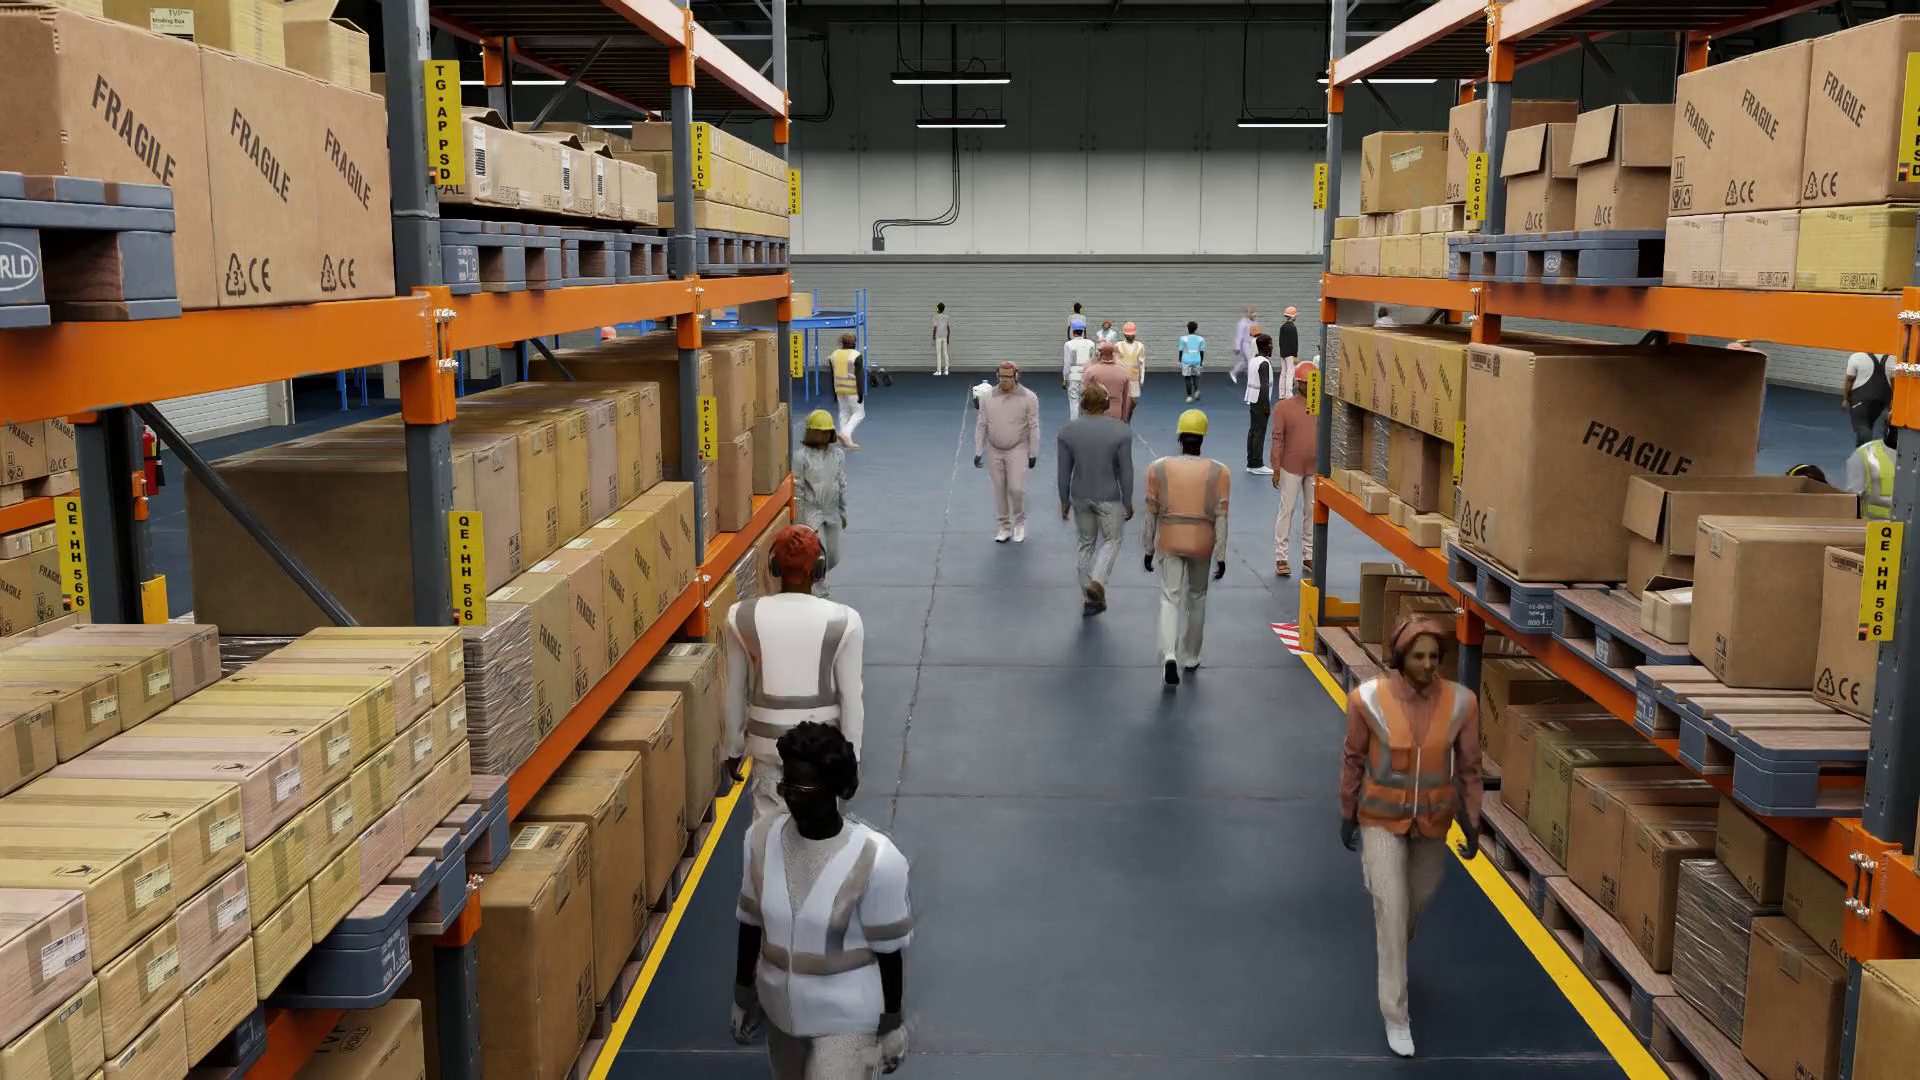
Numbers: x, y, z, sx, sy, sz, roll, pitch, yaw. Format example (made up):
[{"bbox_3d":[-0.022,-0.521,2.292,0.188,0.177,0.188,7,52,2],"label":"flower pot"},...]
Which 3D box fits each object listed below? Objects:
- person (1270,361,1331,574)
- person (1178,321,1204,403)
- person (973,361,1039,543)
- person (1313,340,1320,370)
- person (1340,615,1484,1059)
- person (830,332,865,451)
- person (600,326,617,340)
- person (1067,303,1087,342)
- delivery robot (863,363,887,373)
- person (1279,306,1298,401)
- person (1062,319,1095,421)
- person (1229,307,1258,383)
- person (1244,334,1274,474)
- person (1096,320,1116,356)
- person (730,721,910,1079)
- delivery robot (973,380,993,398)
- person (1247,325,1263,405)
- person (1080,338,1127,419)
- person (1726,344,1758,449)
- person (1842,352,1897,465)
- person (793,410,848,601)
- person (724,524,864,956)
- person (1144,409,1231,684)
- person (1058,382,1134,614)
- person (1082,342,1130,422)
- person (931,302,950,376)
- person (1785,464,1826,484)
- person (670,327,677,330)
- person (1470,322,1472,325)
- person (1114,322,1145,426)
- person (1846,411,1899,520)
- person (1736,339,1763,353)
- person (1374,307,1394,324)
[{"bbox_3d":[3.200,-0.673,15.515,0.622,1.992,0.394,-2,10,-12],"label":"person"},{"bbox_3d":[4.786,-3.693,34.546,0.538,1.682,0.442,-2,10,-14],"label":"person"},{"bbox_3d":[0.469,-0.907,17.249,0.642,1.885,0.531,4,10,21],"label":"person"},{"bbox_3d":[6.049,-2.523,27.658,0.512,1.639,0.311,-6,11,-32],"label":"person"},{"bbox_3d":[1.709,1.050,6.385,0.519,1.604,0.818,0,9,-1],"label":"person"},{"bbox_3d":[-1.734,-2.284,25.661,0.647,1.828,0.492,7,12,35],"label":"person"},{"bbox_3d":[-5.670,-2.479,26.627,0.556,1.909,0.900,-9,13,-42],"label":"person"},{"bbox_3d":[3.019,-5.174,42.866,0.533,1.864,0.310,3,10,20],"label":"person"},{"bbox_3d":[-2.020,-4.079,39.292,0.698,0.223,0.335,9,13,44],"label":"delivery robot"},{"bbox_3d":[6.787,-3.804,34.256,0.372,1.997,0.622,-3,10,-17],"label":"person"},{"bbox_3d":[1.990,-2.723,27.930,0.602,1.949,0.390,-5,11,-27],"label":"person"},{"bbox_3d":[6.808,-4.627,39.599,0.899,1.867,0.636,7,12,37],"label":"person"},{"bbox_3d":[4.146,-1.885,22.997,0.392,1.920,0.587,-1,10,-7],"label":"person"},{"bbox_3d":[3.333,-4.237,38.052,0.543,1.591,0.878,4,10,21],"label":"person"},{"bbox_3d":[-0.376,1.301,4.688,0.549,1.675,0.742,6,11,30],"label":"person"},{"bbox_3d":[0.507,-2.963,33.384,0.477,0.478,0.707,-2,10,-14],"label":"delivery robot"},{"bbox_3d":[6.063,-3.599,34.123,0.267,1.631,0.507,5,11,25],"label":"person"},{"bbox_3d":[1.987,-1.880,23.197,0.641,1.844,1.043,5,11,27],"label":"person"},{"bbox_3d":[8.581,-1.200,18.680,1.046,1.988,0.616,-2,10,-10],"label":"person"},{"bbox_3d":[12.891,-2.008,23.503,0.692,2.000,0.895,0,9,-1],"label":"person"},{"bbox_3d":[-1.175,-0.218,13.627,0.492,1.723,0.668,-7,12,-36],"label":"person"},{"bbox_3d":[-0.680,0.867,6.738,0.581,1.862,0.848,0,9,0],"label":"person"},{"bbox_3d":[1.572,0.033,11.585,0.594,1.894,0.892,2,10,12],"label":"person"},{"bbox_3d":[1.101,-0.328,13.656,0.647,1.926,0.506,4,10,20],"label":"person"},{"bbox_3d":[1.803,-1.584,21.288,0.681,1.880,0.777,-3,10,-19],"label":"person"},{"bbox_3d":[-0.501,-5.189,42.937,0.518,1.873,0.328,-5,11,-30],"label":"person"},{"bbox_3d":[4.383,0.520,8.803,0.511,1.855,0.333,1,10,4],"label":"person"},{"bbox_3d":[-5.146,-3.027,29.907,0.569,1.891,0.948,-1,10,-6],"label":"person"},{"bbox_3d":[10.210,-3.495,33.101,0.326,1.769,0.524,-8,12,-40],"label":"person"},{"bbox_3d":[2.881,-2.791,28.502,0.550,1.905,0.664,-1,10,-6],"label":"person"},{"bbox_3d":[7.139,-0.125,12.829,0.639,1.802,0.953,2,10,13],"label":"person"},{"bbox_3d":[12.867,-2.528,27.256,0.593,1.795,0.909,1,10,6],"label":"person"},{"bbox_3d":[10.427,-4.853,41.170,0.635,1.792,0.959,-8,12,-40],"label":"person"}]
